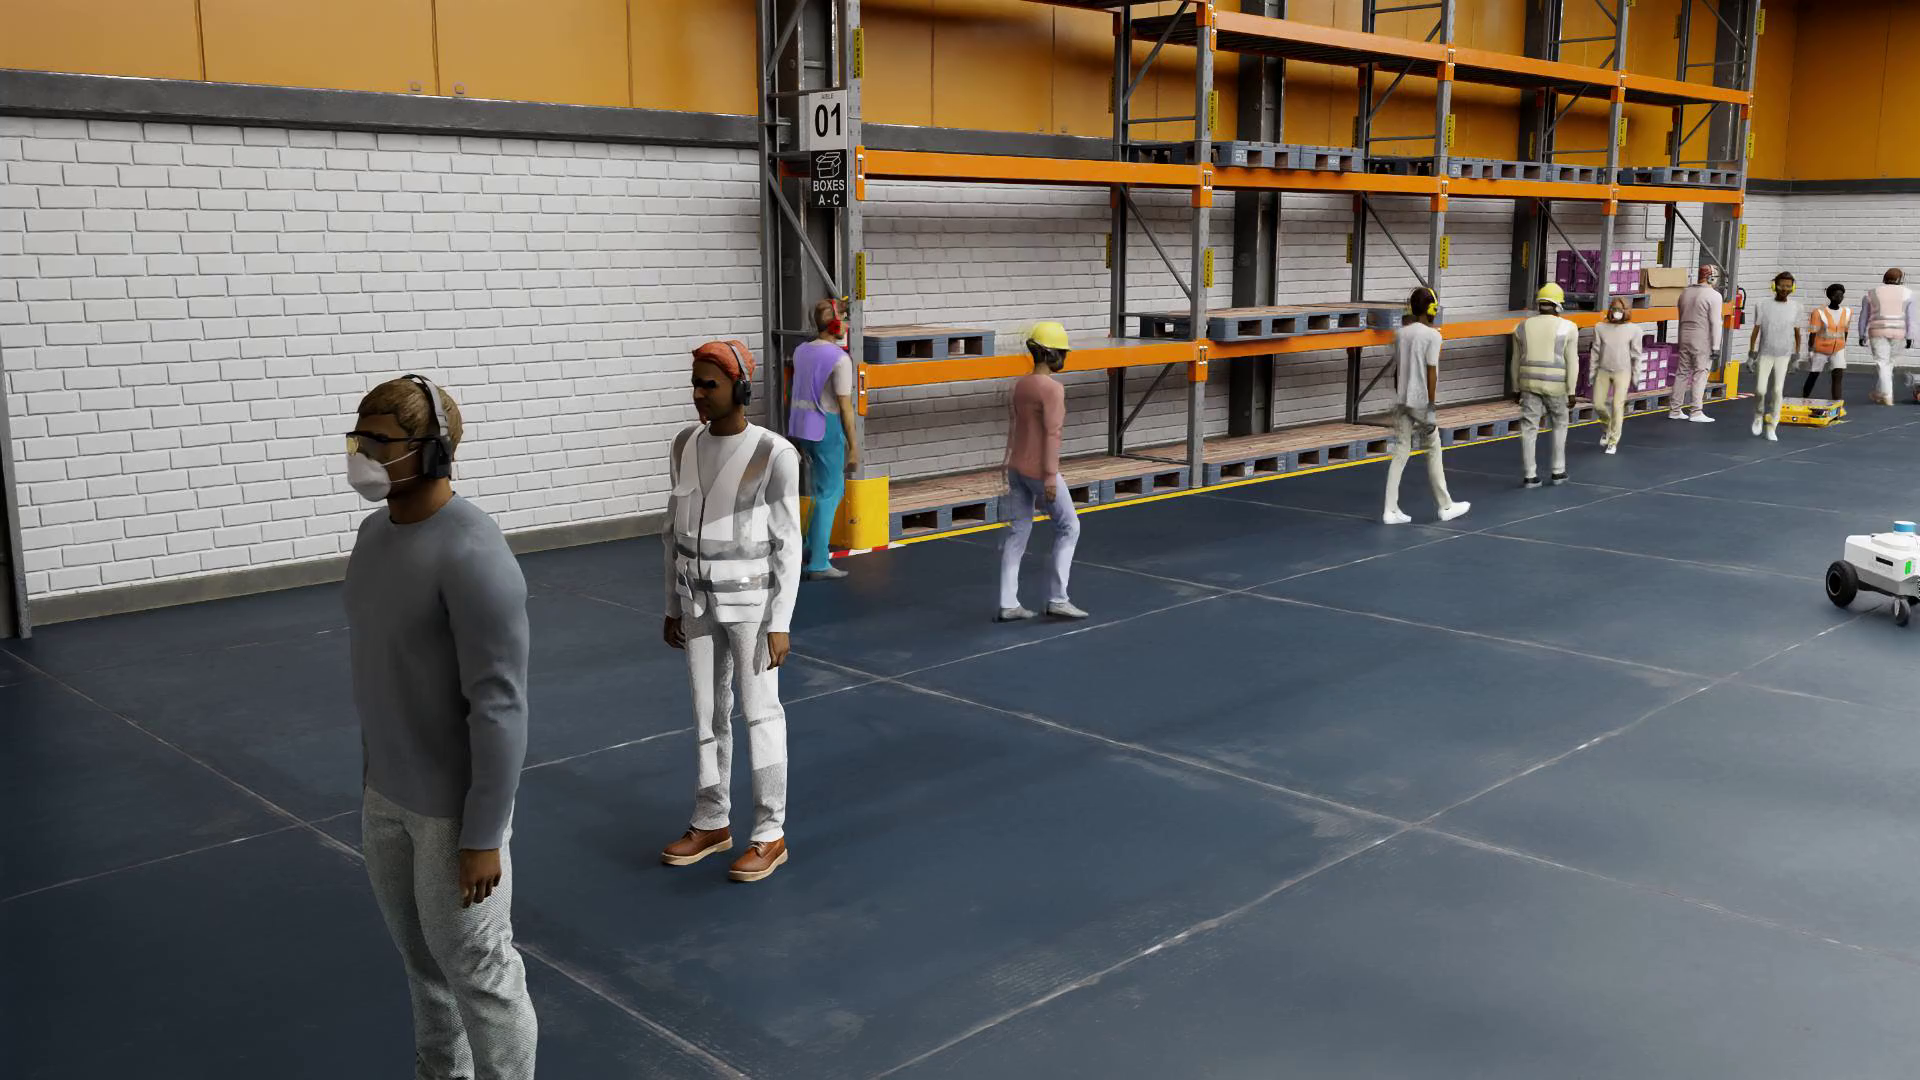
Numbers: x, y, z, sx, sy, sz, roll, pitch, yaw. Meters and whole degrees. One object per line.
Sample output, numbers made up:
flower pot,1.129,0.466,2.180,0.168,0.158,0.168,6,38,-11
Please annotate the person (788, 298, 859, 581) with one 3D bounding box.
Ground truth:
person,-0.869,-0.642,10.806,0.458,1.827,0.604,-8,13,-36

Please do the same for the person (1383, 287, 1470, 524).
person,3.624,-1.044,12.991,0.796,1.833,0.556,-6,12,-30

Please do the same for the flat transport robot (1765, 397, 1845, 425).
flat transport robot,10.253,-1.574,20.155,0.652,0.197,1.431,7,13,35

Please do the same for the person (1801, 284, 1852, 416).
person,10.877,-2.399,20.902,0.542,1.646,0.821,0,10,-1

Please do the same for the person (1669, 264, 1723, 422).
person,8.939,-2.369,20.091,0.406,1.895,0.663,-4,11,-20

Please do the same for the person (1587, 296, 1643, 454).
person,6.763,-1.706,17.177,0.522,1.619,0.411,8,13,36

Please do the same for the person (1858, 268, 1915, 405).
person,12.334,-2.716,22.198,0.617,1.798,0.774,3,11,17

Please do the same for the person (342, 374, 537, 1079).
person,-1.197,0.594,3.783,0.371,1.940,0.629,-10,14,-43

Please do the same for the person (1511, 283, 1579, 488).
person,5.273,-1.383,14.903,0.621,1.808,0.732,8,13,36

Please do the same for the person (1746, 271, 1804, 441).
person,8.909,-2.009,18.209,0.546,1.855,0.427,3,11,15

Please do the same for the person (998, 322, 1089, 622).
person,0.497,-0.382,9.638,0.653,1.737,0.554,-5,12,-27

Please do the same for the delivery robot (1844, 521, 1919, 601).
delivery robot,5.554,0.132,9.823,0.477,0.478,0.707,0,10,-1

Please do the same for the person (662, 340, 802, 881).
person,-0.814,0.247,5.830,0.575,1.883,0.355,6,12,31
